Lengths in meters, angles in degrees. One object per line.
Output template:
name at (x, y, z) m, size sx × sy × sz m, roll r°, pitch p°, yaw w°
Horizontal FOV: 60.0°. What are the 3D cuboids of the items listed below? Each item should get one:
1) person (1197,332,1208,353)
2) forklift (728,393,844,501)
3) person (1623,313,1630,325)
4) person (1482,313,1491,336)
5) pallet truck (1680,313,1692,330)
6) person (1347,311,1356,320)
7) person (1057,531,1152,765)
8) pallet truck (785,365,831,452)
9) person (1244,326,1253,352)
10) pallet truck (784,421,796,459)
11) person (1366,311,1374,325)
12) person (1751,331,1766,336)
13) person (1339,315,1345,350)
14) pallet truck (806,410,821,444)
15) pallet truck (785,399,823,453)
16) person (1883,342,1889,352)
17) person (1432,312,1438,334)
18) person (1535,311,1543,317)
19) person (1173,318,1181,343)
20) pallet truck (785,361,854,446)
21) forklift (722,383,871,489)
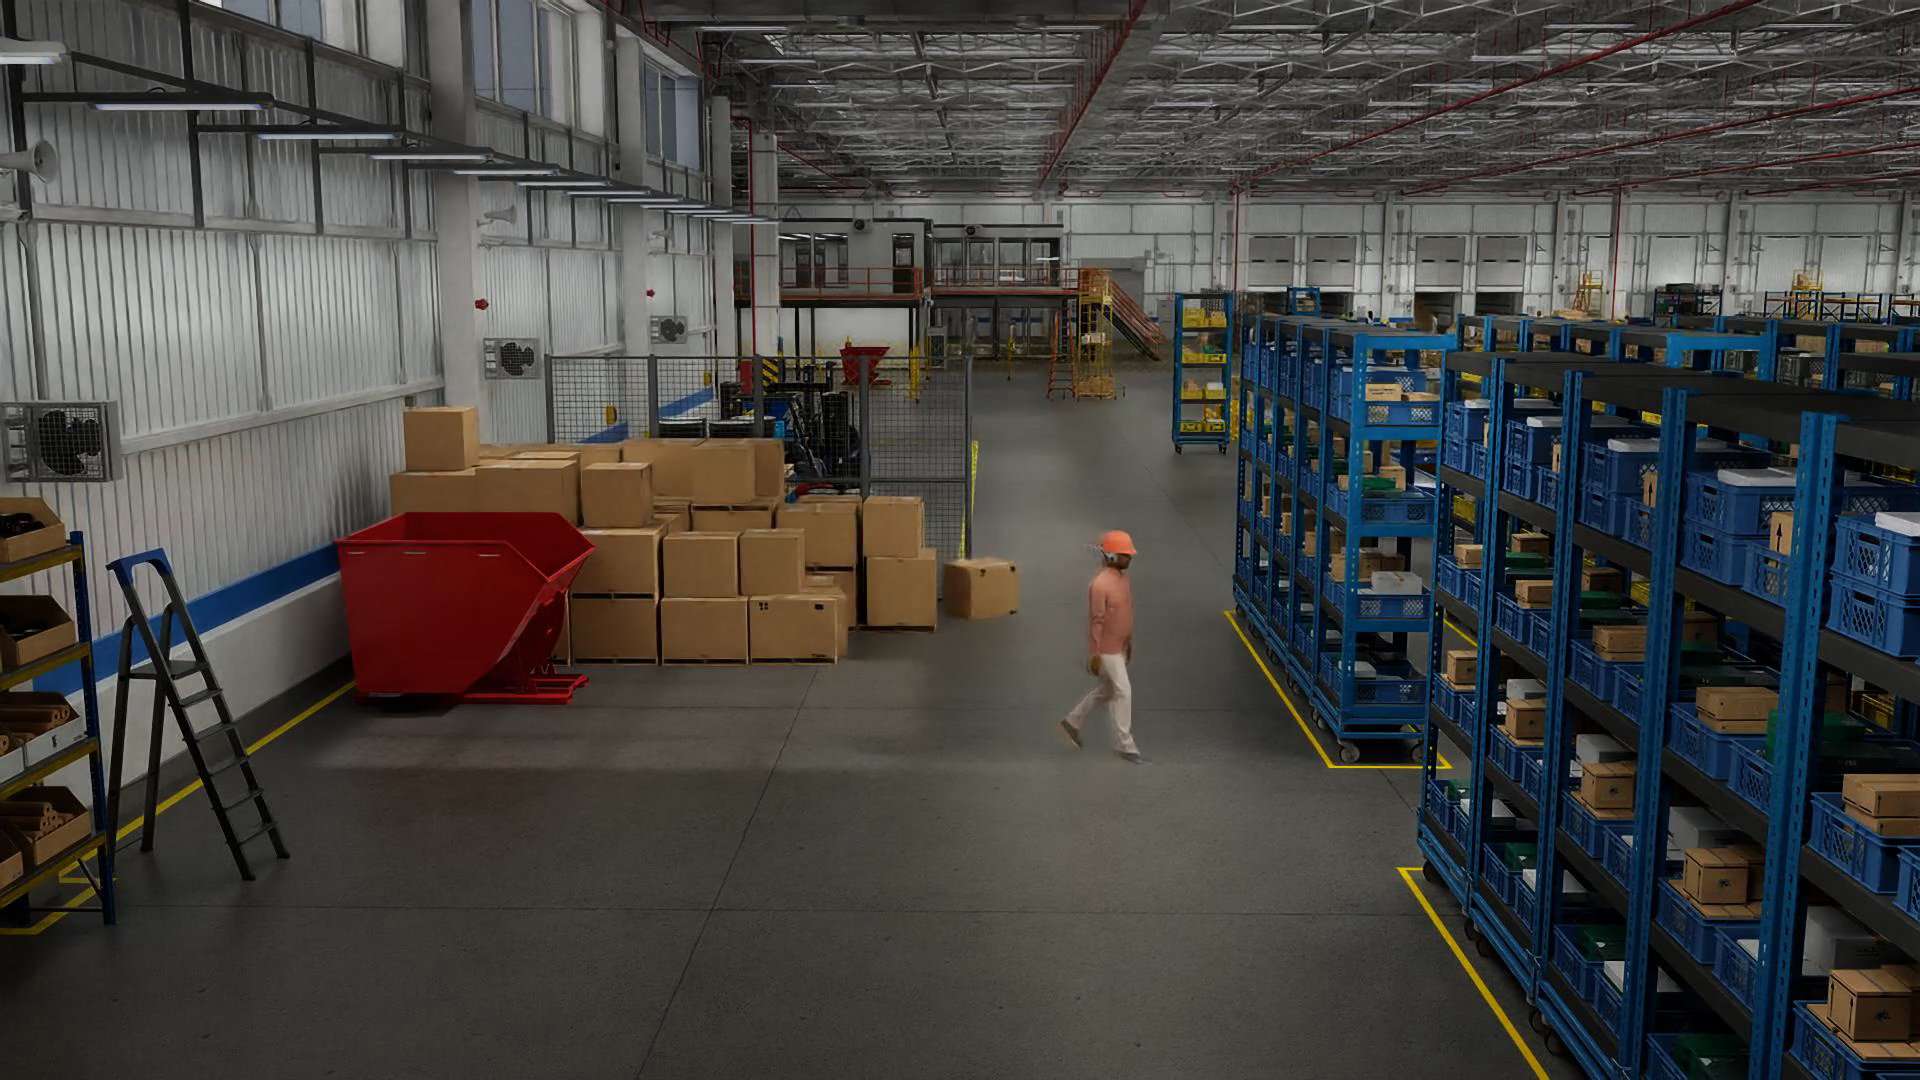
person at (11.105, -9.177, 76.107) m, size 0.545 × 1.925 × 0.503 m, roll -2°, pitch 10°, yaw -15°
forklift at (-2.979, -1.316, 26.476) m, size 2.680 × 1.987 × 1.157 m, roll 0°, pitch 9°, yaw 1°
person at (35.206, -11.045, 87.774) m, size 0.949 × 1.877 × 0.597 m, roll 4°, pitch 10°, yaw 22°
person at (27.501, -10.846, 86.558) m, size 1.006 × 1.886 × 0.563 m, roll -7°, pitch 11°, yaw -35°
pallet truck at (36.315, -10.531, 84.244) m, size 0.823 × 1.965 × 1.885 m, roll -6°, pitch 11°, yaw -33°
person at (22.096, -12.020, 93.934) m, size 0.540 × 1.831 × 0.648 m, roll -6°, pitch 11°, yaw -34°
person at (1.217, 0.884, 14.001) m, size 0.888 × 1.979 × 0.624 m, roll 5°, pitch 10°, yaw 27°
pallet truck at (-3.774, -2.976, 37.635) m, size 1.885 × 1.965 × 0.823 m, roll 1°, pitch 9°, yaw 5°
person at (12.729, -8.745, 73.540) m, size 0.674 × 1.886 × 0.649 m, roll -5°, pitch 10°, yaw -28°
pallet truck at (-4.013, -1.793, 32.705) m, size 1.601 × 1.201 × 0.680 m, roll 0°, pitch 9°, yaw 1°
person at (22.173, -11.432, 90.046) m, size 0.597 × 1.916 × 0.379 m, roll -8°, pitch 12°, yaw -39°
person at (36.014, -9.057, 75.014) m, size 0.692 × 2.000 × 0.923 m, roll 8°, pitch 12°, yaw 42°
person at (19.100, -10.325, 83.237) m, size 0.684 × 1.900 × 0.619 m, roll -2°, pitch 9°, yaw -10°
pallet truck at (-3.559, -2.018, 33.905) m, size 1.522 × 1.261 × 0.704 m, roll 0°, pitch 9°, yaw -1°
pallet truck at (-3.814, -2.432, 36.419) m, size 1.630 × 1.274 × 0.653 m, roll 0°, pitch 9°, yaw 1°
person at (33.810, -6.541, 60.553) m, size 0.315 × 1.696 × 0.540 m, roll 0°, pitch 9°, yaw 0°
person at (26.315, -11.763, 92.324) m, size 0.866 × 1.844 × 0.527 m, roll 5°, pitch 10°, yaw 27°
person at (32.094, -11.779, 92.293) m, size 0.572 × 1.884 × 0.356 m, roll 9°, pitch 13°, yaw 44°
person at (10.526, -9.830, 80.400) m, size 0.516 × 1.838 × 0.333 m, roll -7°, pitch 11°, yaw -36°
pallet truck at (-3.410, -3.193, 38.978) m, size 1.885 × 1.965 × 0.823 m, roll 0°, pitch 9°, yaw -1°
forklift at (-2.893, -1.687, 28.729) m, size 2.680 × 1.987 × 1.157 m, roll 0°, pitch 9°, yaw -1°
